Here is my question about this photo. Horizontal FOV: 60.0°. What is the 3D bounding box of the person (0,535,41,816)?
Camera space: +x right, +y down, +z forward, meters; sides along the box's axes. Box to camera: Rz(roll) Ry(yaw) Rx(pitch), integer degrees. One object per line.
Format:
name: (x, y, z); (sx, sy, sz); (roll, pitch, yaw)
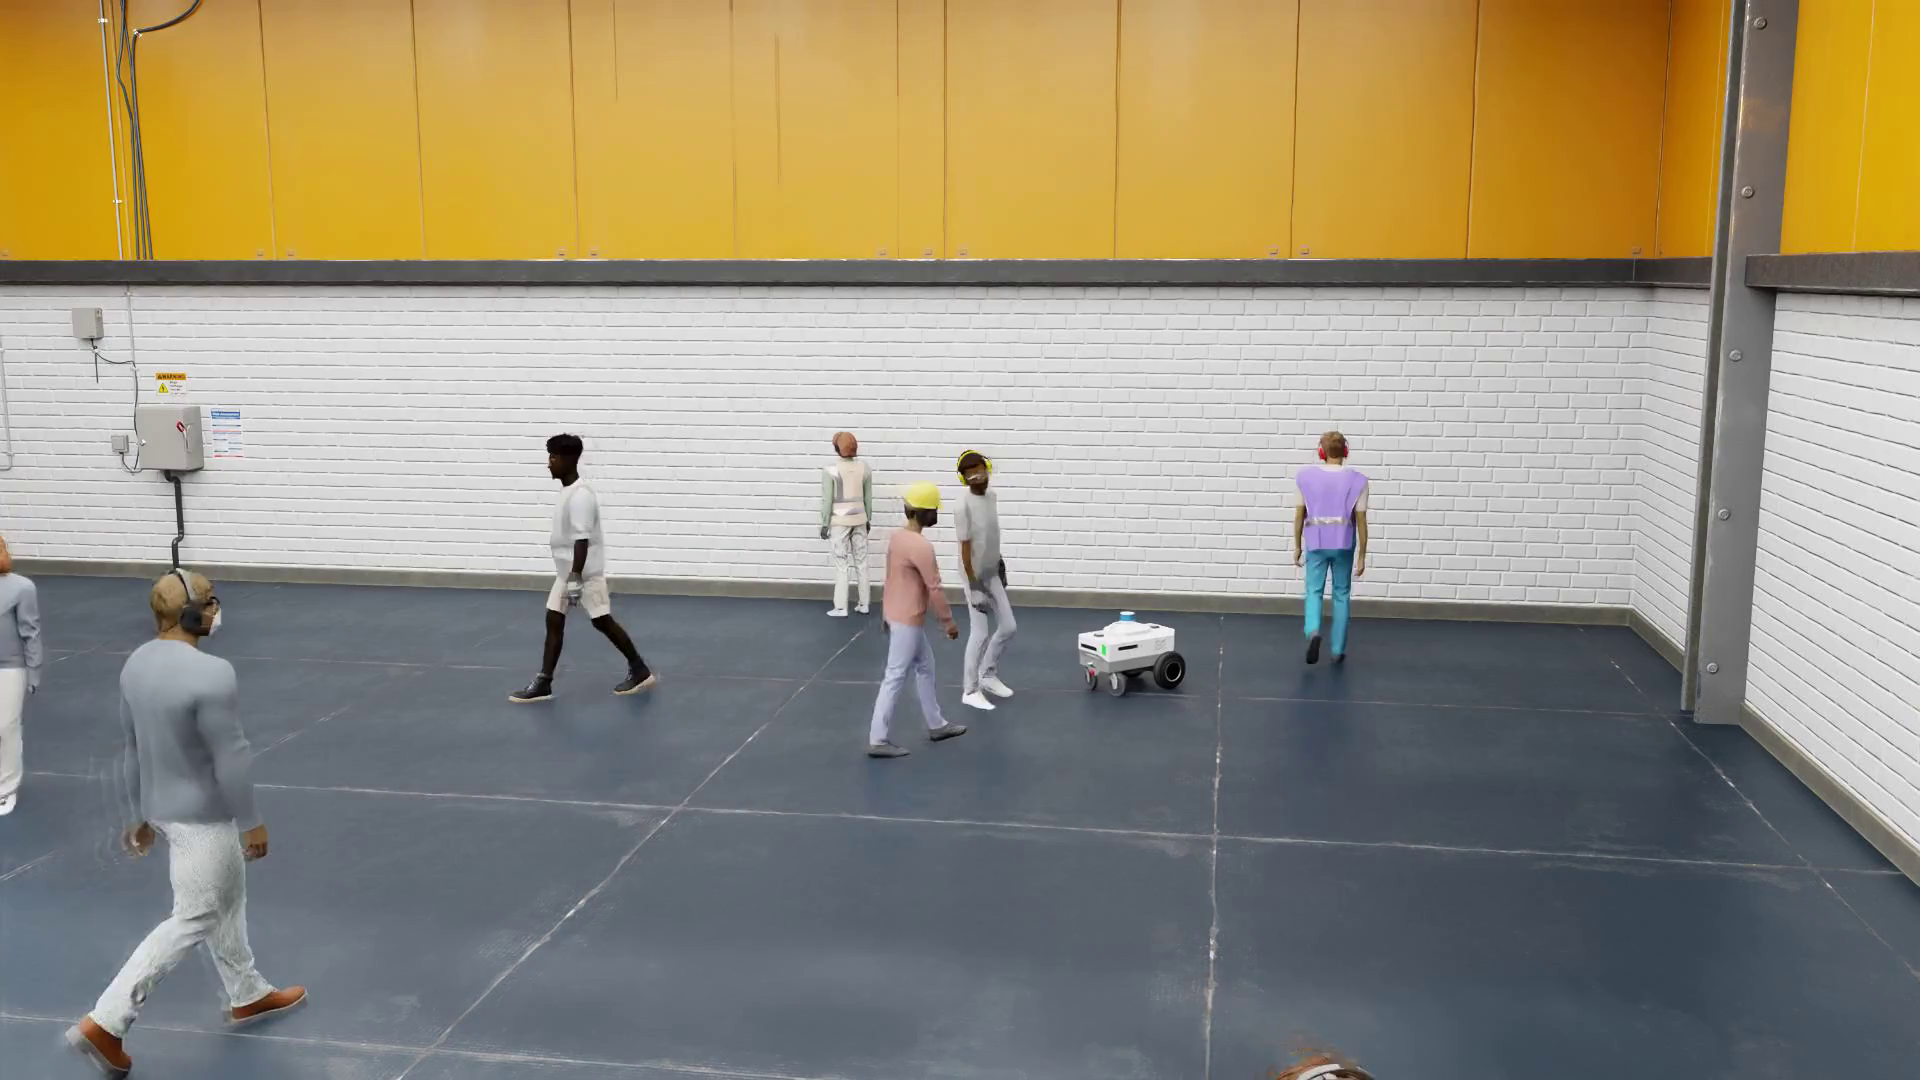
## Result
person: (-5.393, 0.729, 9.268); (0.528, 1.618, 0.350); (-2, 9, -12)

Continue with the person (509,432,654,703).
person: (-2.656, 0.187, 11.745); (1.008, 1.918, 0.620); (-5, 10, -27)

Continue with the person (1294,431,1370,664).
person: (2.830, 0.076, 12.717); (0.568, 1.817, 0.654); (2, 9, 13)

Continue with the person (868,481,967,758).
person: (-0.225, 0.496, 10.385); (0.824, 1.731, 0.526); (-3, 10, -19)

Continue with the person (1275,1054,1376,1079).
person: (0.562, 1.691, 2.743); (0.628, 1.826, 0.566); (-2, 9, -12)

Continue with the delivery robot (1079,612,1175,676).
delivery robot: (1.209, 0.764, 12.068); (0.707, 0.478, 0.477); (-6, 11, -33)

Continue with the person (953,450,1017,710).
person: (0.160, 0.278, 11.470); (0.375, 1.833, 0.634); (6, 11, 33)

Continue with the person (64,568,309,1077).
person: (-3.015, 1.062, 6.383); (0.629, 1.915, 0.918); (8, 12, 39)

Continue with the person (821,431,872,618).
person: (-0.989, -0.134, 14.561); (0.522, 1.638, 0.310); (-7, 11, -37)
